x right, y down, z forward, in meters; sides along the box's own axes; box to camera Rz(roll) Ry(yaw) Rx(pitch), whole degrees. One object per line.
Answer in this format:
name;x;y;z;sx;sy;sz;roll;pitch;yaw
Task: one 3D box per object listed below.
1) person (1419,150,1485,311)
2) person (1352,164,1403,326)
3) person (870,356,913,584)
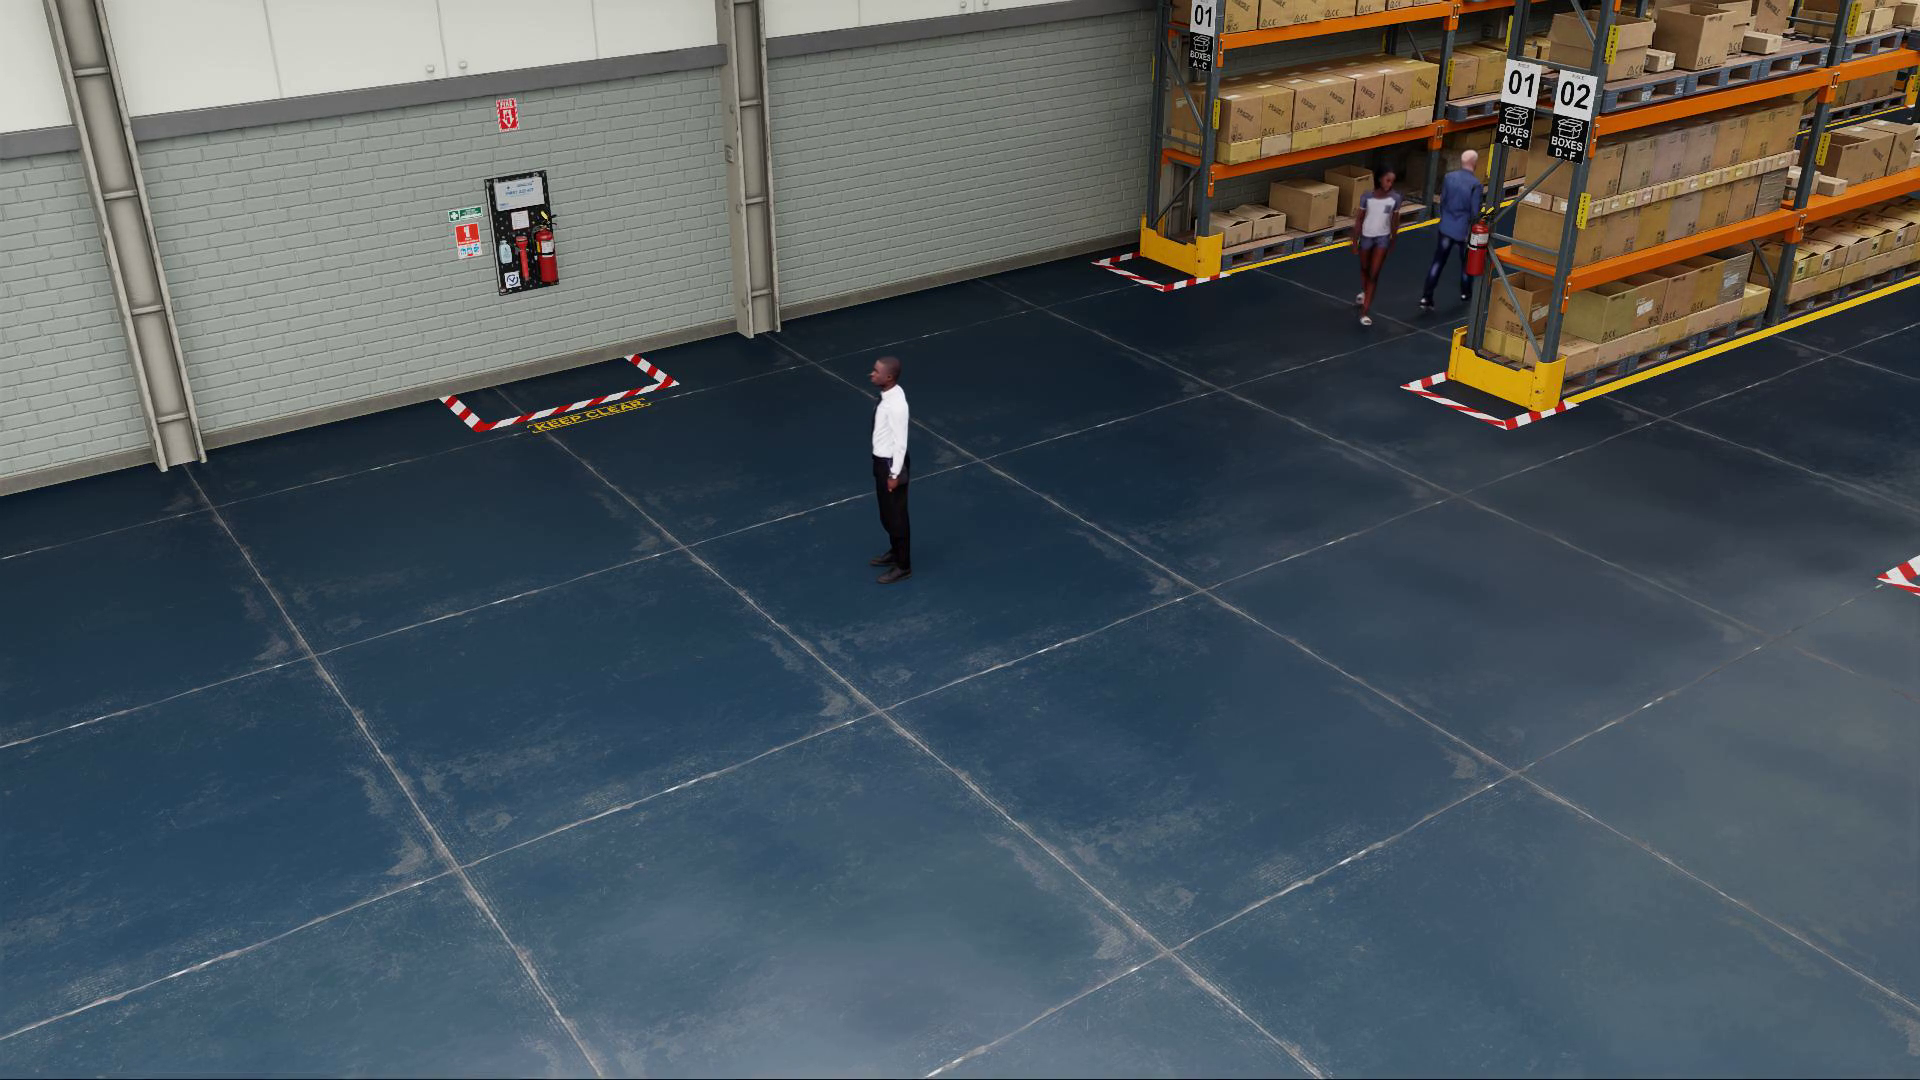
person;5.445;-3.382;18.418;0.913;1.781;1.248;22;34;36
person;4.571;-3.287;18.349;1.134;1.676;1.292;9;29;17
person;-0.519;-0.565;12.887;0.675;1.836;0.709;-6;28;-11
